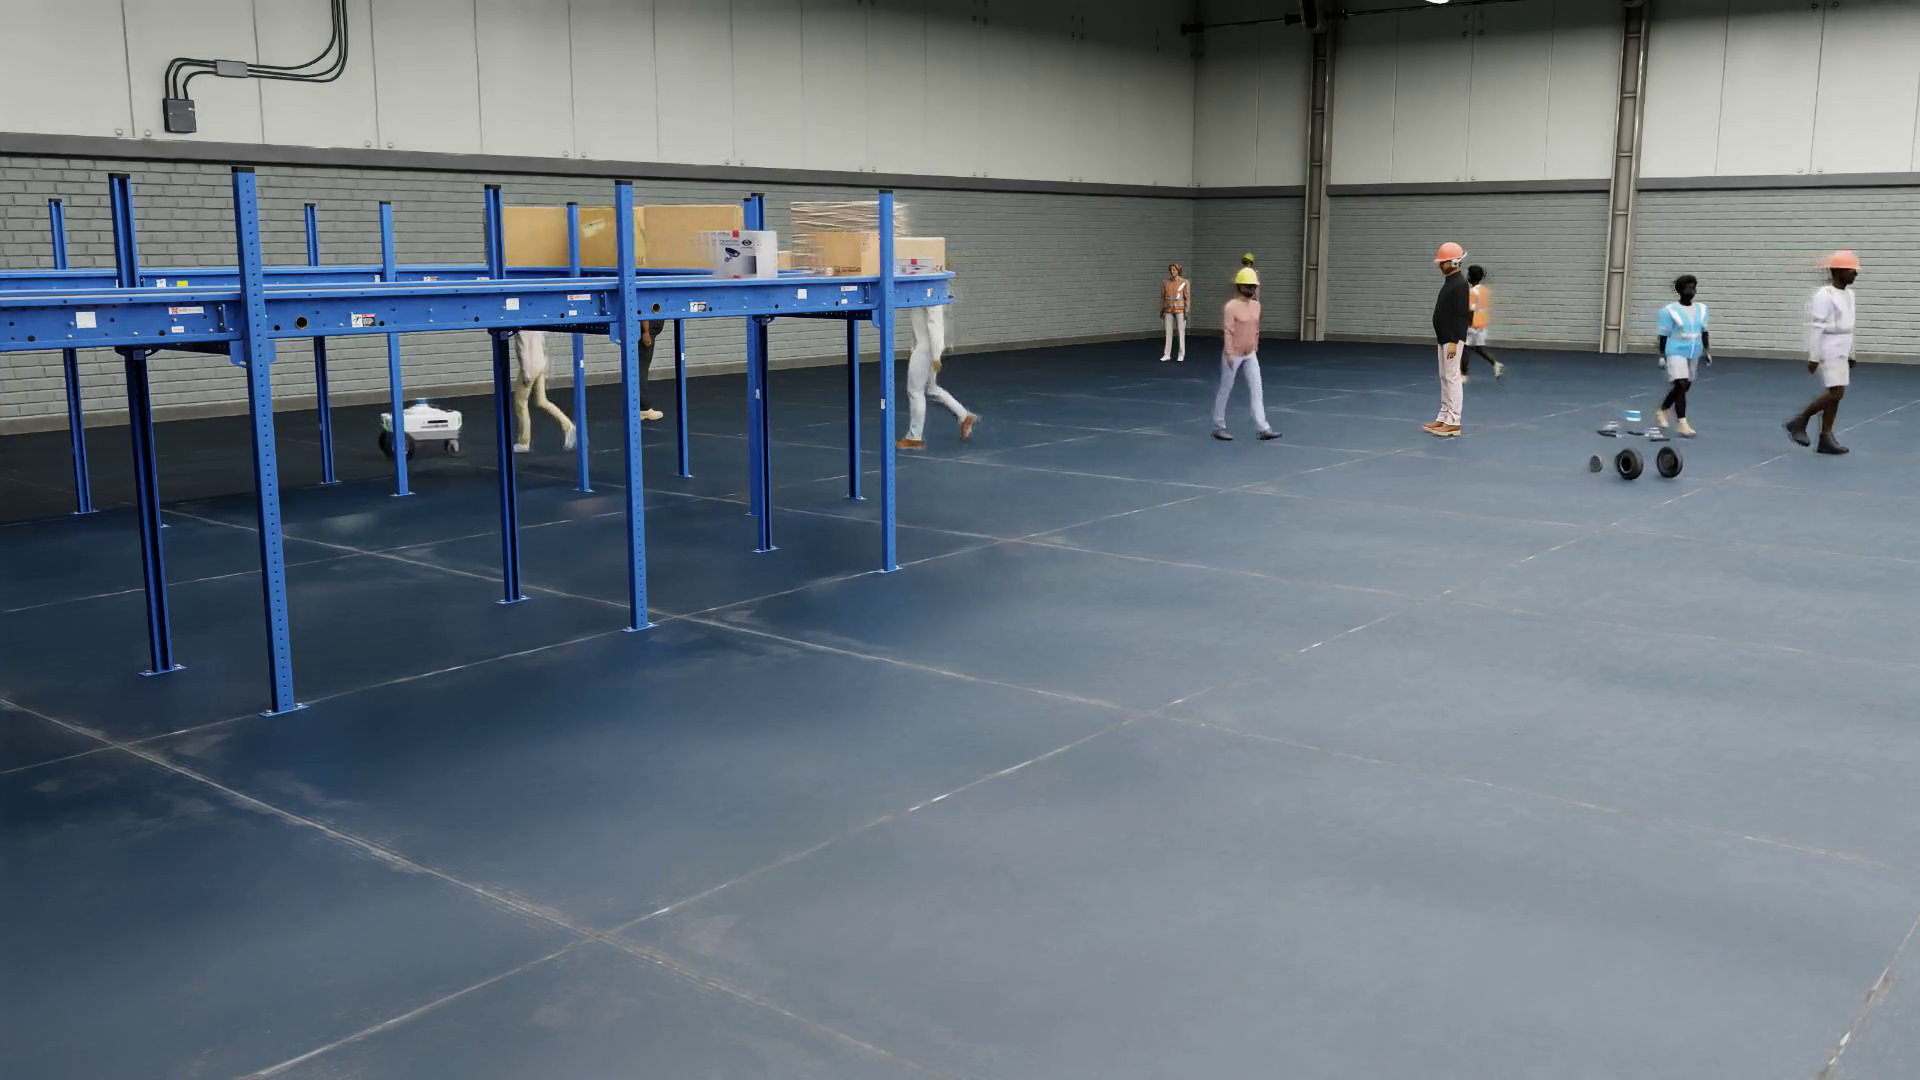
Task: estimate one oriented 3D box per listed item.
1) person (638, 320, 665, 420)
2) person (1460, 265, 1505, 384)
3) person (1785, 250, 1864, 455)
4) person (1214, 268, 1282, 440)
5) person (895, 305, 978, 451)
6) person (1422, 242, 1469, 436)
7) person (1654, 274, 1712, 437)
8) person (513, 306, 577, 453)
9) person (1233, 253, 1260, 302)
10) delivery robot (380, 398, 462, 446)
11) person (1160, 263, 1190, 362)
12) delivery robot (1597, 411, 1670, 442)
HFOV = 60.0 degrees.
[{"bbox_3d":[-3.631,-2.390,18.958,0.538,2.000,0.689,-6,12,-30],"label":"person"},{"bbox_3d":[7.276,-3.020,23.319,0.665,1.677,0.539,9,14,41],"label":"person"},{"bbox_3d":[8.281,-1.785,15.817,0.548,1.922,0.474,-8,13,-38],"label":"person"},{"bbox_3d":[2.876,-1.849,16.704,0.546,1.726,0.849,-7,12,-34],"label":"person"},{"bbox_3d":[-0.248,-1.834,16.131,0.794,1.915,0.633,0,10,-2],"label":"person"},{"bbox_3d":[5.098,-2.096,17.353,0.384,1.991,0.609,0,10,3],"label":"person"},{"bbox_3d":[7.550,-1.955,17.469,0.527,1.670,0.806,-2,11,-13],"label":"person"},{"bbox_3d":[-4.010,-1.620,15.782,0.708,1.598,0.525,1,10,6],"label":"person"},{"bbox_3d":[5.610,-4.725,32.544,0.532,1.765,0.328,5,11,27],"label":"person"},{"bbox_3d":[-5.057,-1.092,15.625,0.707,0.478,0.477,-5,11,-25],"label":"delivery robot"},{"bbox_3d":[3.588,-3.805,27.795,0.523,1.640,0.306,6,12,29],"label":"person"},{"bbox_3d":[5.836,-1.001,14.402,0.335,0.223,0.698,-3,11,-18],"label":"delivery robot"}]
